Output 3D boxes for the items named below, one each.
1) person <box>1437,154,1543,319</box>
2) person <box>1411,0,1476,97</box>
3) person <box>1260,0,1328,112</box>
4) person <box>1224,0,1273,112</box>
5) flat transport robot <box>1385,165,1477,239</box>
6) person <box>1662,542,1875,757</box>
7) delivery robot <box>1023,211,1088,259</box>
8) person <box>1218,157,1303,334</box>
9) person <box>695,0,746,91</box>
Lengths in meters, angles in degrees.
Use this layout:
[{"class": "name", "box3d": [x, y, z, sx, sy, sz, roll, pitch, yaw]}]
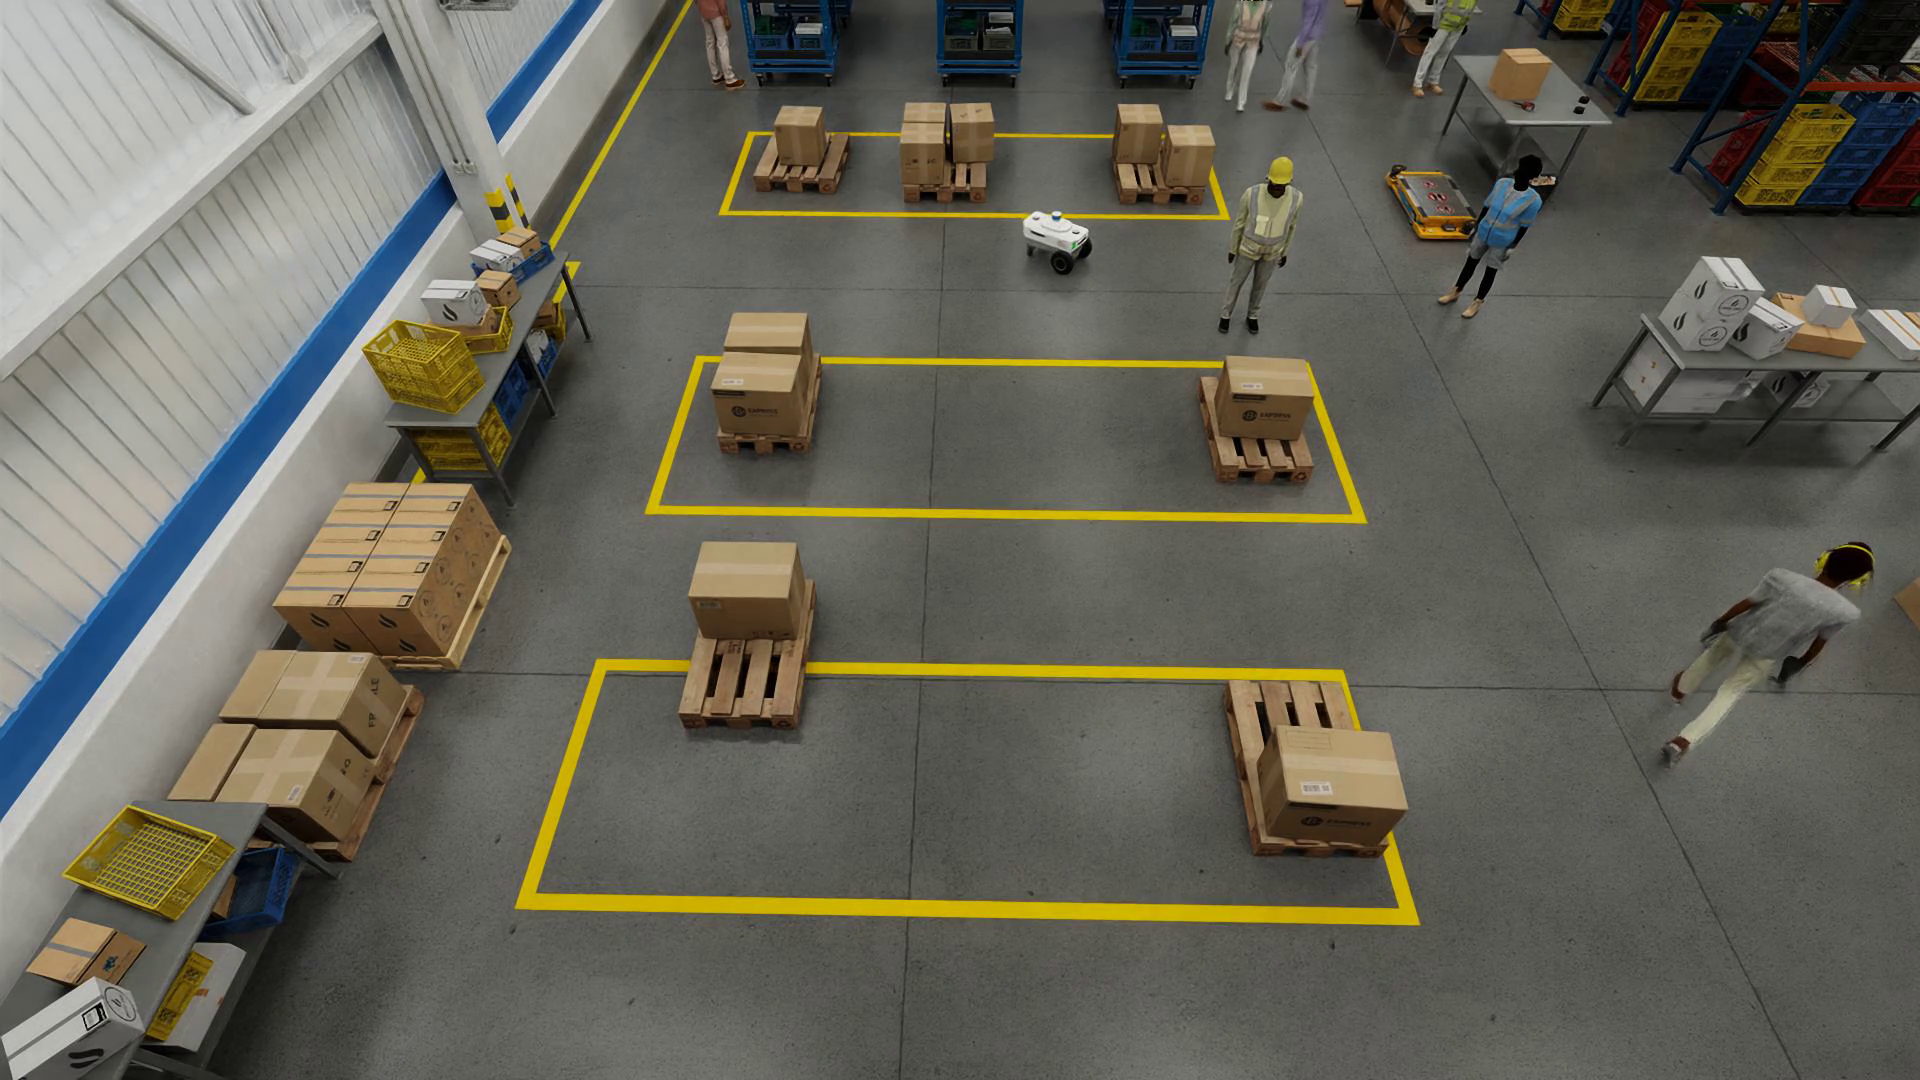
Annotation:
[{"class": "person", "box3d": [5.371, -3.036, 9.205, 0.320, 1.698, 0.531, -25, 54, -20]}, {"class": "person", "box3d": [6.773, -7.116, 12.643, 0.624, 1.844, 0.429, -15, 51, -12]}, {"class": "person", "box3d": [4.615, -6.739, 12.284, 0.655, 1.912, 0.636, 24, 53, 19]}, {"class": "person", "box3d": [3.858, -6.685, 12.429, 0.531, 1.598, 0.816, 11, 50, 10]}, {"class": "flat transport robot", "box3d": [5.692, -4.094, 11.059, 0.652, 0.197, 1.431, 1, 49, 1]}, {"class": "person", "box3d": [5.110, 0.700, 5.889, 0.889, 1.830, 0.545, -34, 57, -26]}, {"class": "delivery robot", "box3d": [1.056, -3.423, 10.232, 0.707, 0.478, 0.477, 28, 54, 22]}, {"class": "person", "box3d": [2.929, -2.849, 8.955, 0.599, 1.832, 0.404, 3, 49, 3]}, {"class": "person", "box3d": [-3.427, -7.340, 12.736, 0.611, 1.996, 0.375, 31, 56, 24]}]
